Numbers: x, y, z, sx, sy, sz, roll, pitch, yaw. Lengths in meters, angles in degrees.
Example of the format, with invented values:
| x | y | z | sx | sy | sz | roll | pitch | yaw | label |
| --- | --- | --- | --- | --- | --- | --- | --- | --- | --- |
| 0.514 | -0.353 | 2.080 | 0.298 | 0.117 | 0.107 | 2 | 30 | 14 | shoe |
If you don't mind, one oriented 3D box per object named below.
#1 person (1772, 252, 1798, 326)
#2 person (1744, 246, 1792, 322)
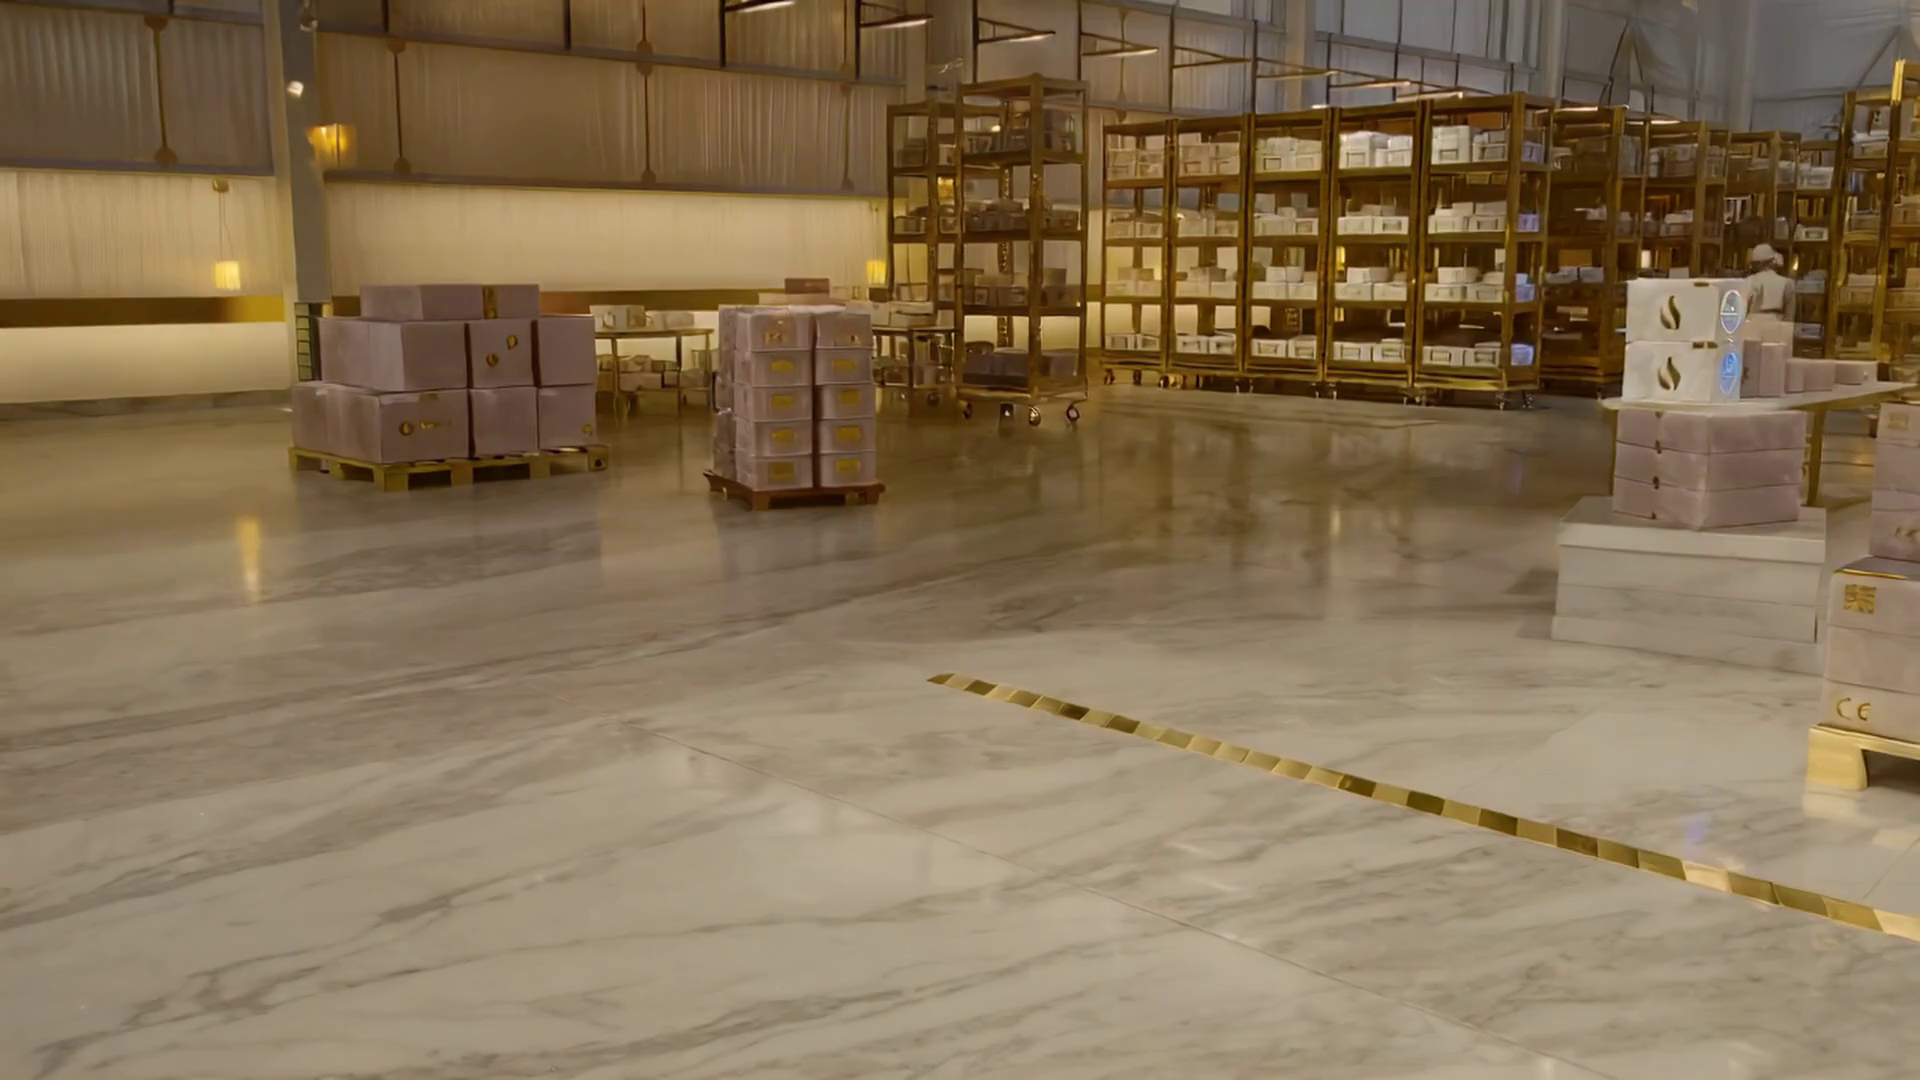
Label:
| x | y | z | sx | sy | sz | roll | pitch | yaw | label |
| --- | --- | --- | --- | --- | --- | --- | --- | --- | --- |
| 9.928 | -2.602 | 20.406 | 0.586 | 1.833 | 0.403 | 2 | 10 | 9 | person |
| 8.889 | -2.315 | 18.497 | 0.603 | 1.894 | 0.726 | -2 | 10 | -13 | person |
